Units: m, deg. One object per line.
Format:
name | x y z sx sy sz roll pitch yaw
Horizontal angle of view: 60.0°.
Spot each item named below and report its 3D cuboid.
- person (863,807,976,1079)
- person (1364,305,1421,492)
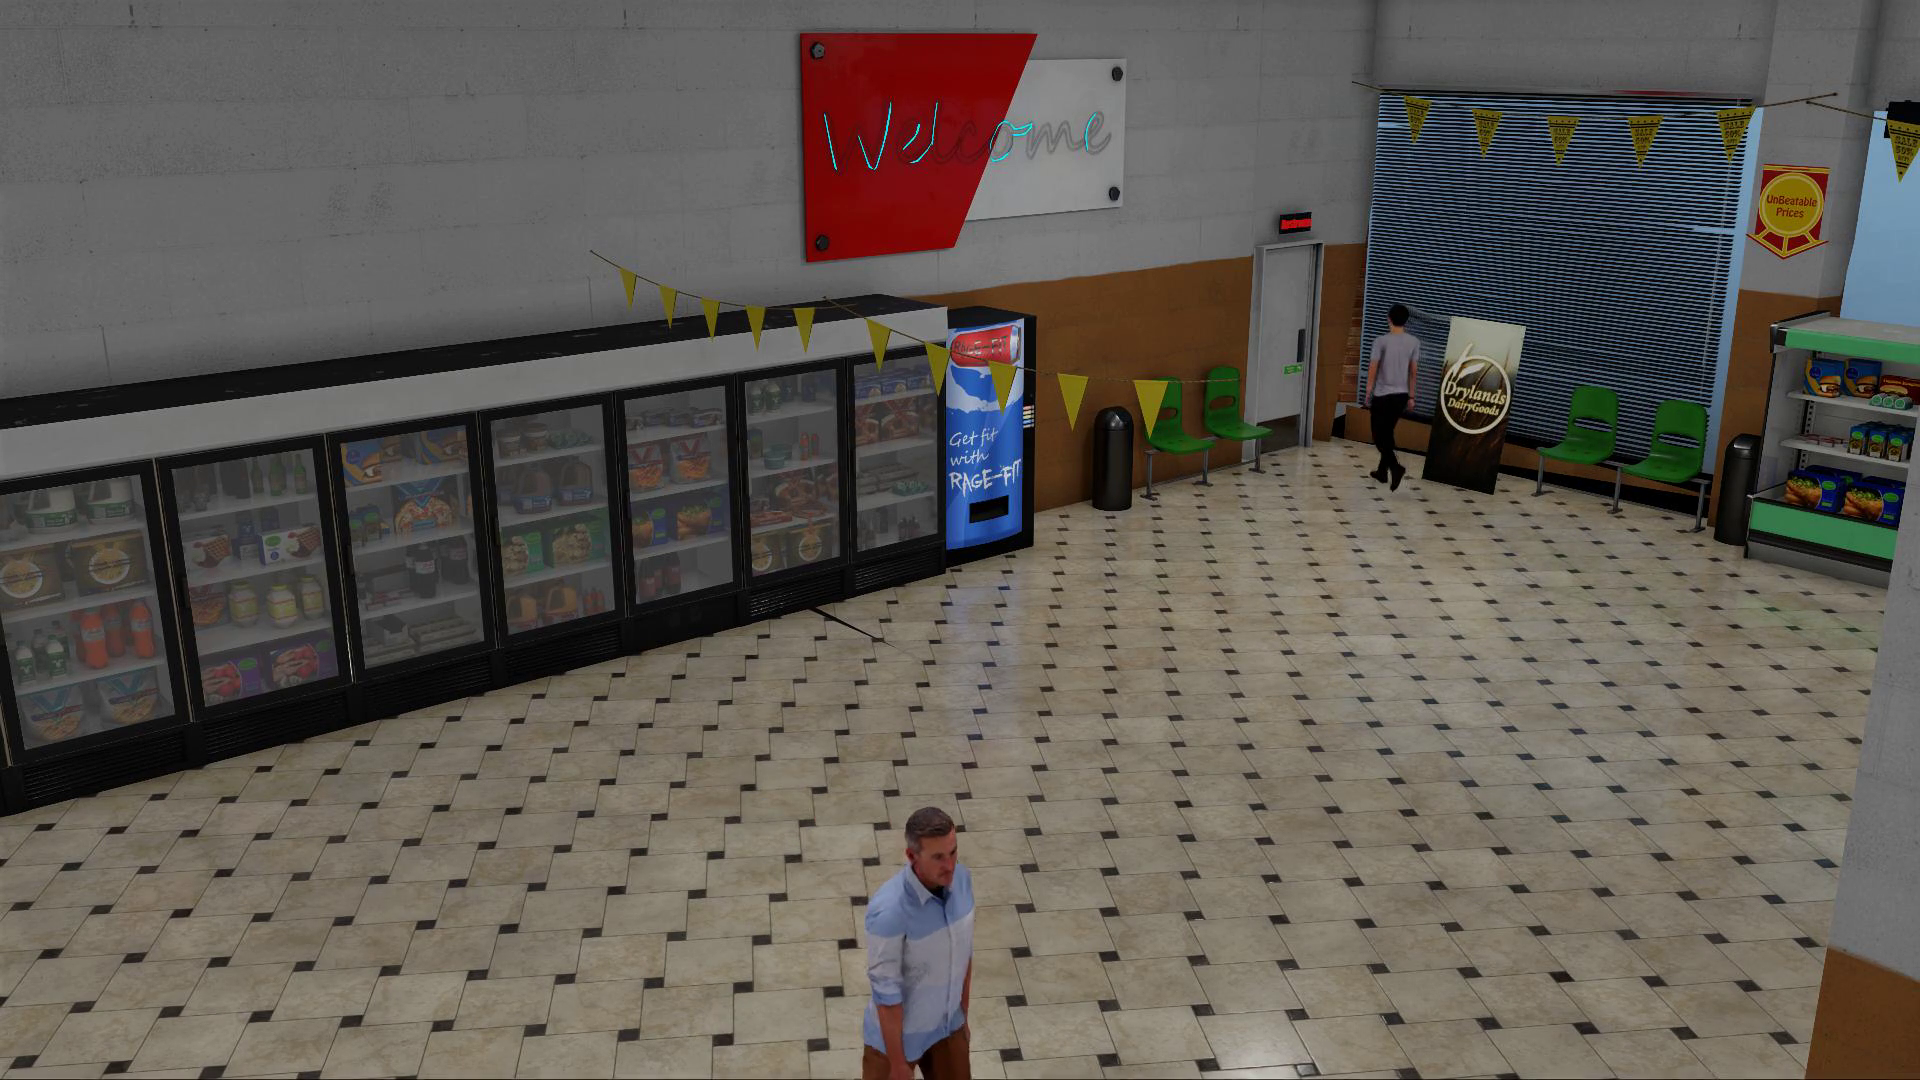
person | -0.237 1.797 6.241 1.170 1.774 0.780 14 22 39
person | 4.343 -1.405 16.667 0.976 1.842 1.187 -4 17 -14
